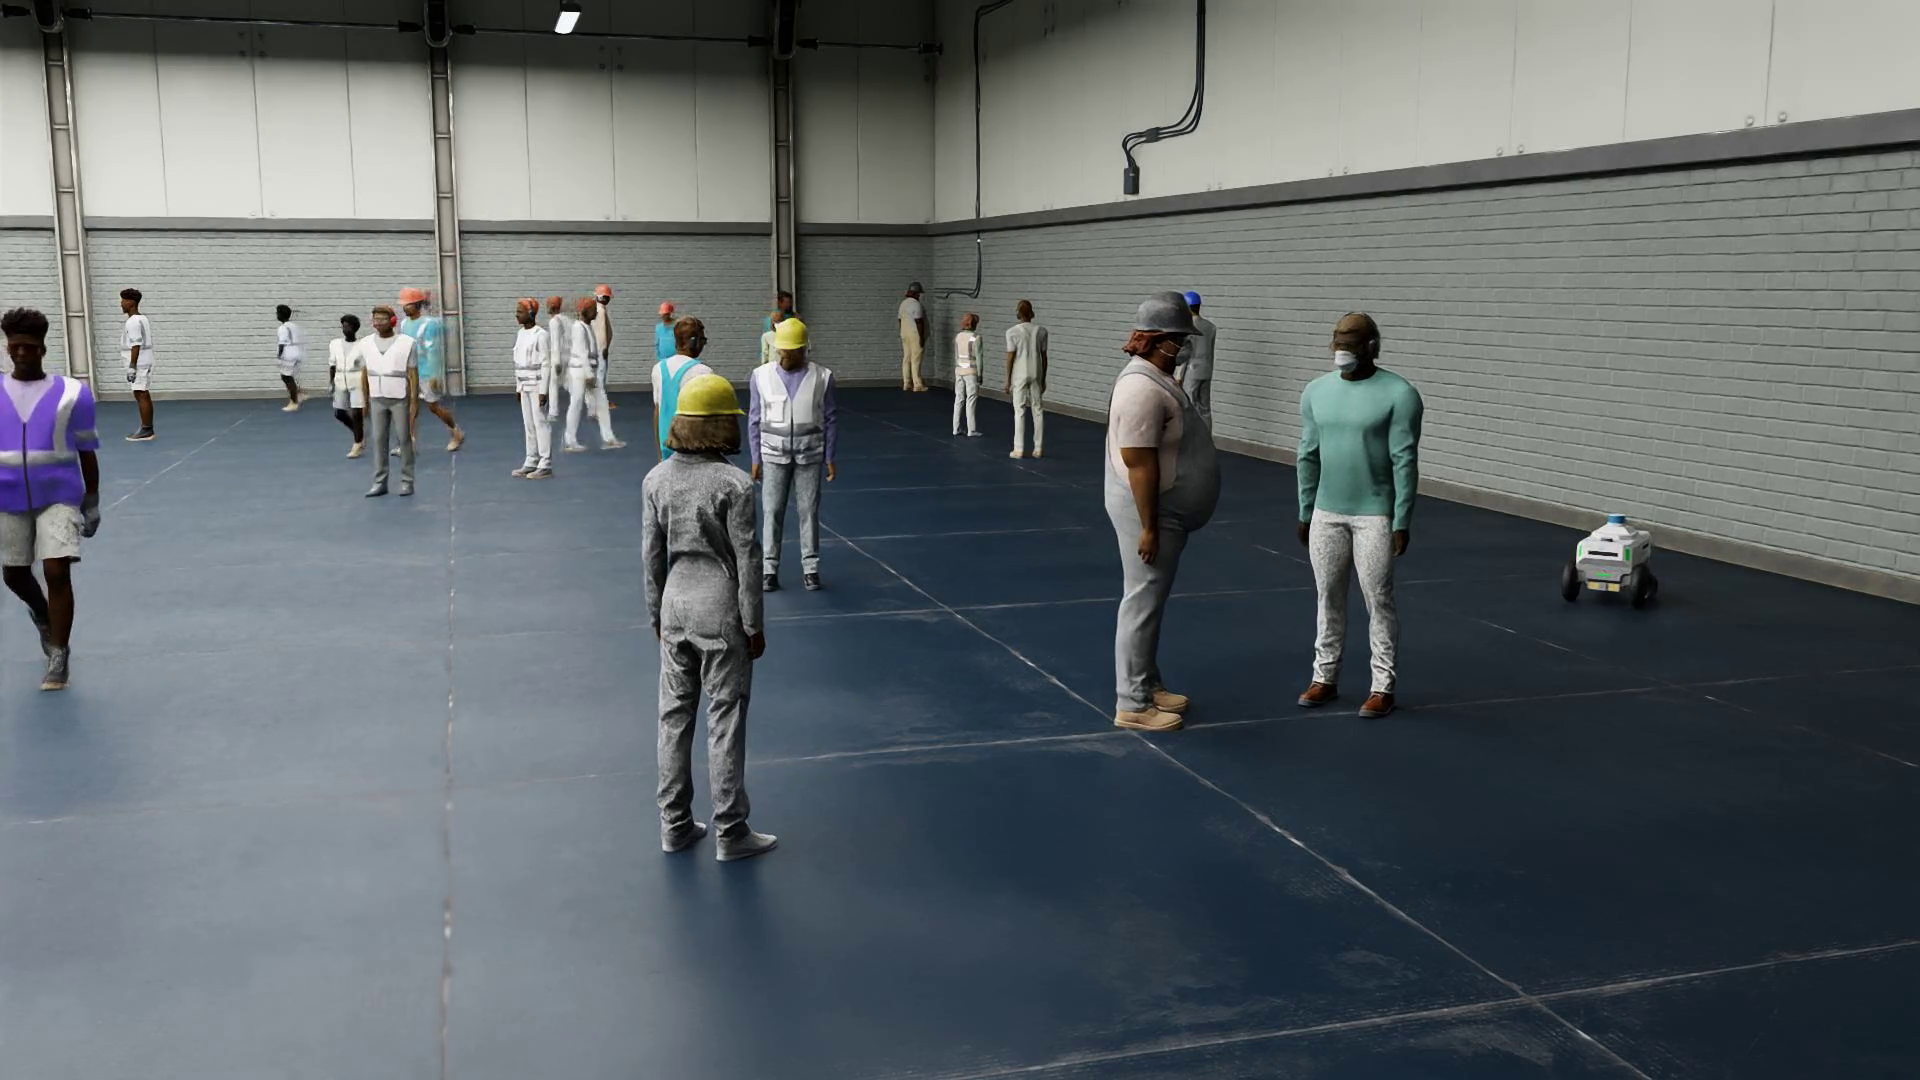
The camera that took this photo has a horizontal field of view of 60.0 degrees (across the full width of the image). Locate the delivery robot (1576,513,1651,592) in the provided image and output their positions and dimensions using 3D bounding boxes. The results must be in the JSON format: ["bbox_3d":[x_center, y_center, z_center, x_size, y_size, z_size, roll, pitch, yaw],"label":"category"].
[{"bbox_3d":[4.243,0.071,10.781,0.477,0.478,0.707,6,11,32],"label":"delivery robot"}]

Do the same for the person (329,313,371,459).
[{"bbox_3d":[-7.071,-1.803,19.419,0.551,1.684,0.507,1,9,7],"label":"person"}]

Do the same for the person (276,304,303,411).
[{"bbox_3d":[-10.598,-2.864,26.181,0.379,1.681,0.558,-1,9,-4],"label":"person"}]

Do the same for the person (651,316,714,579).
[{"bbox_3d":[-1.835,-0.583,11.195,0.518,1.835,0.353,5,10,29],"label":"person"}]

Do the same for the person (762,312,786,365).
[{"bbox_3d":[-2.509,-2.360,23.189,0.500,1.626,0.282,-1,9,-4],"label":"person"}]

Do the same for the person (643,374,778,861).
[{"bbox_3d":[-0.912,0.283,5.984,0.497,1.744,0.354,5,10,28],"label":"person"}]

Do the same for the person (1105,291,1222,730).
[{"bbox_3d":[0.946,-0.147,7.748,0.535,2.000,0.683,1,9,9],"label":"person"}]

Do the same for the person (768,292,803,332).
[{"bbox_3d":[-2.598,-2.818,25.316,0.618,1.874,0.966,-6,11,-32],"label":"person"}]

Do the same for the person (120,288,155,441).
[{"bbox_3d":[-10.641,-2.266,21.502,0.367,1.966,0.605,-2,9,-15],"label":"person"}]

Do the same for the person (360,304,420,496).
[{"bbox_3d":[-5.465,-1.339,15.974,0.570,1.842,0.384,1,9,5],"label":"person"}]

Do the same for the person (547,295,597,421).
[{"bbox_3d":[-5.764,-2.657,24.388,0.829,1.857,0.580,1,9,9],"label":"person"}]

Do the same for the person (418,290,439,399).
[{"bbox_3d":[-9.255,-3.384,28.857,0.505,1.890,0.680,-3,10,-21],"label":"person"}]

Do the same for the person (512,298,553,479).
[{"bbox_3d":[-4.470,-1.578,17.376,0.357,1.883,0.573,-8,12,-40],"label":"person"}]

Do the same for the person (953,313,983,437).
[{"bbox_3d":[0.112,-2.184,22.059,0.316,1.630,0.510,-8,12,-42],"label":"person"}]

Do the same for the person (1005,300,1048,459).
[{"bbox_3d":[0.769,-1.860,19.310,0.507,1.842,0.351,-3,9,-16],"label":"person"}]

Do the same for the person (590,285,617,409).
[{"bbox_3d":[-5.761,-3.106,26.797,0.402,1.985,0.613,-4,10,-22],"label":"person"}]

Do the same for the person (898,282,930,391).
[{"bbox_3d":[-0.826,-3.797,31.031,0.537,2.000,0.675,-6,11,-32],"label":"person"}]

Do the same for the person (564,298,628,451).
[{"bbox_3d":[-4.409,-1.980,20.050,0.873,1.850,0.594,1,9,8],"label":"person"}]

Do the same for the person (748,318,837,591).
[{"bbox_3d":[-1.112,-0.562,11.091,0.591,1.822,0.404,-1,9,-5],"label":"person"}]

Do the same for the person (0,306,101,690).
[{"bbox_3d":[-4.777,-0.236,8.621,0.614,1.945,0.813,-3,9,-17],"label":"person"}]

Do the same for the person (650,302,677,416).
[{"bbox_3d":[-4.409,-2.714,25.095,0.582,1.722,0.708,3,9,20],"label":"person"}]

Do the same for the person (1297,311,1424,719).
[{"bbox_3d":[1.889,-0.120,7.946,0.625,1.931,0.378,8,12,40],"label":"person"}]

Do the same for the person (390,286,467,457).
[{"bbox_3d":[-6.326,-2.000,19.718,0.652,2.001,0.998,6,11,33],"label":"person"}]

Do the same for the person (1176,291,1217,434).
[{"bbox_3d":[2.684,-1.880,19.122,0.602,1.940,0.402,-8,12,-40],"label":"person"}]
